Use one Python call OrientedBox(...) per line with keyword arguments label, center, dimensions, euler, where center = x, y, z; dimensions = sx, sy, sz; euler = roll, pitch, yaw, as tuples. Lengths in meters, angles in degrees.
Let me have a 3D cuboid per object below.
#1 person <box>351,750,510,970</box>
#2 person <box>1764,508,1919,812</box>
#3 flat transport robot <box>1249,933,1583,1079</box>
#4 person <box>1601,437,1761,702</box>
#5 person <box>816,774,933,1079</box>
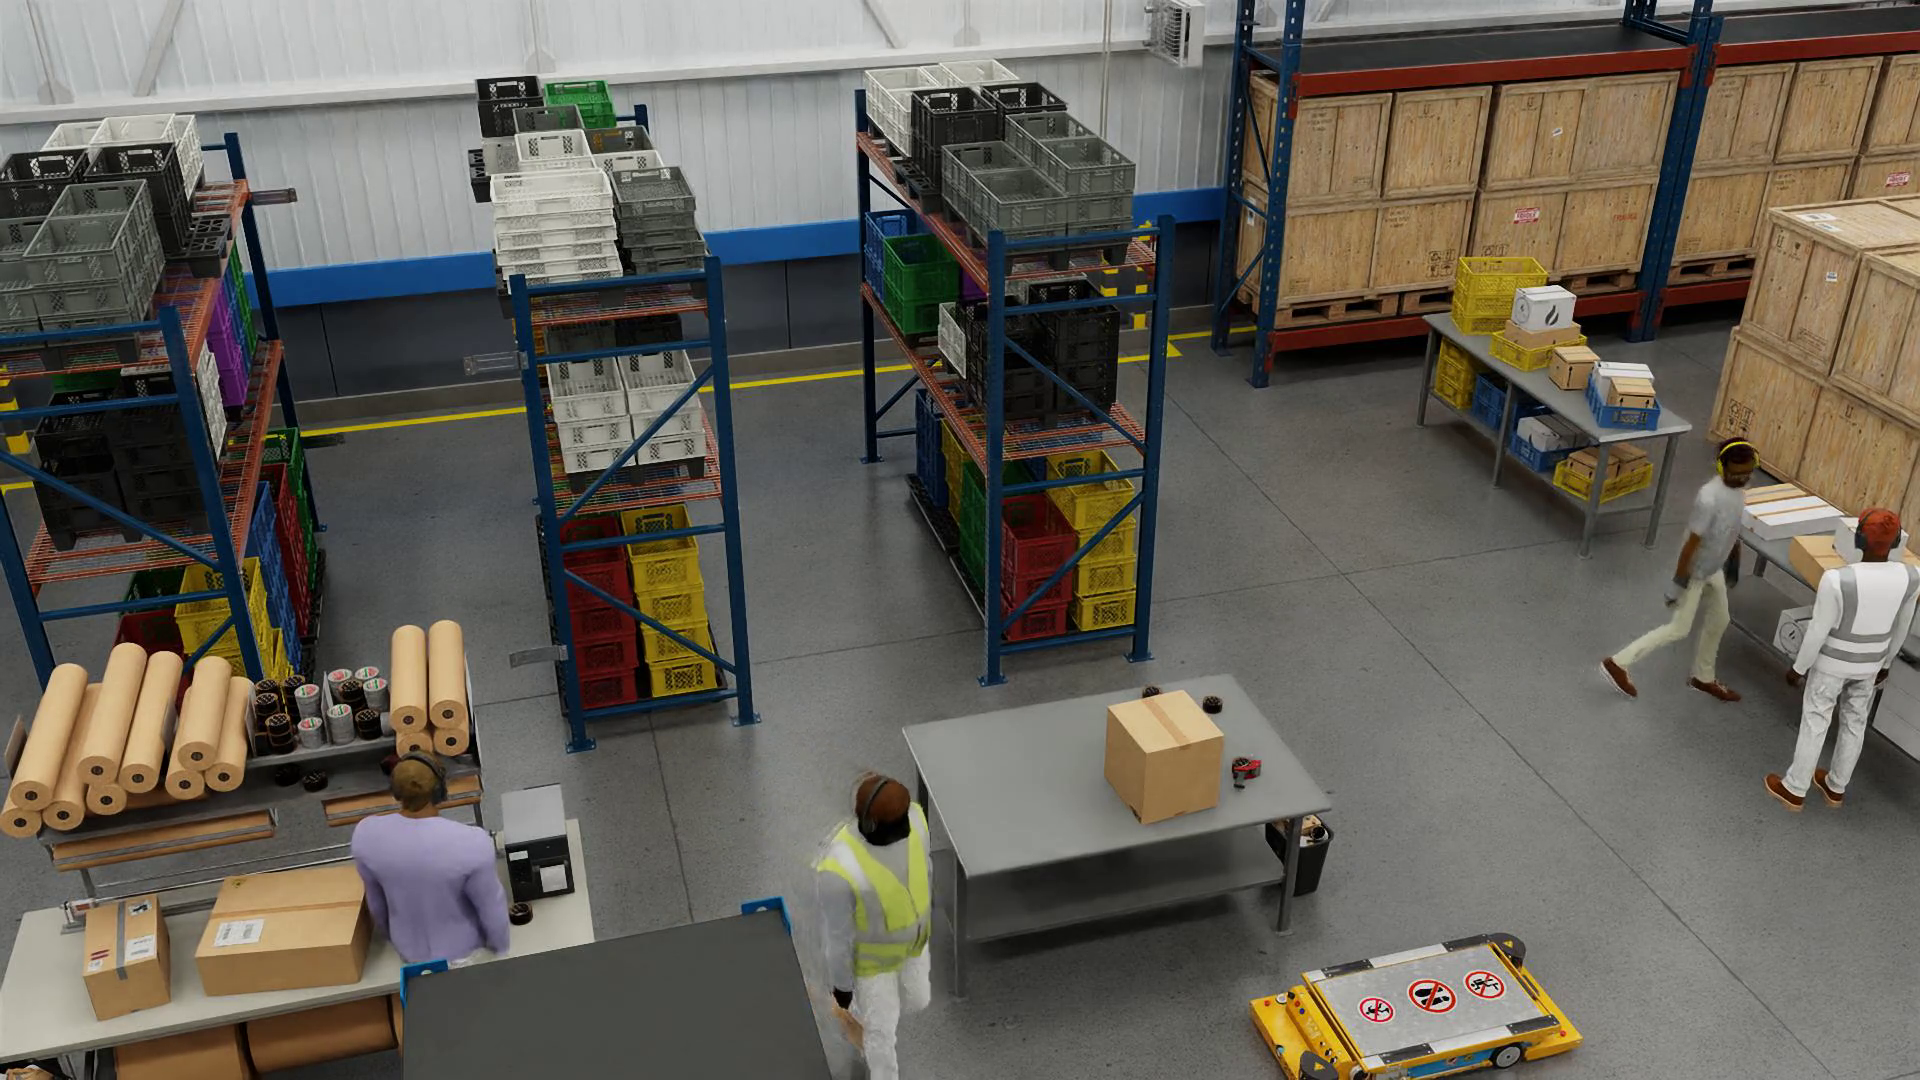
OrientedBox(label="person", center=(-2.253, 1.747, 7.252), dimensions=(0.628, 1.929, 0.372), euler=(4, 29, 8))
OrientedBox(label="person", center=(4.910, 0.676, 9.238), dimensions=(0.574, 1.887, 0.355), euler=(-2, 29, -4))
OrientedBox(label="flat transport robot", center=(2.184, 2.282, 7.980), dimensions=(1.431, 0.197, 0.652), euler=(-8, 30, -14))
OrientedBox(label="person", center=(4.558, 0.163, 10.228), dimensions=(0.641, 1.852, 0.624), euler=(25, 38, 38))
OrientedBox(label="person", center=(-0.377, 1.759, 7.341), dimensions=(0.556, 1.831, 0.641), euler=(23, 36, 35))
